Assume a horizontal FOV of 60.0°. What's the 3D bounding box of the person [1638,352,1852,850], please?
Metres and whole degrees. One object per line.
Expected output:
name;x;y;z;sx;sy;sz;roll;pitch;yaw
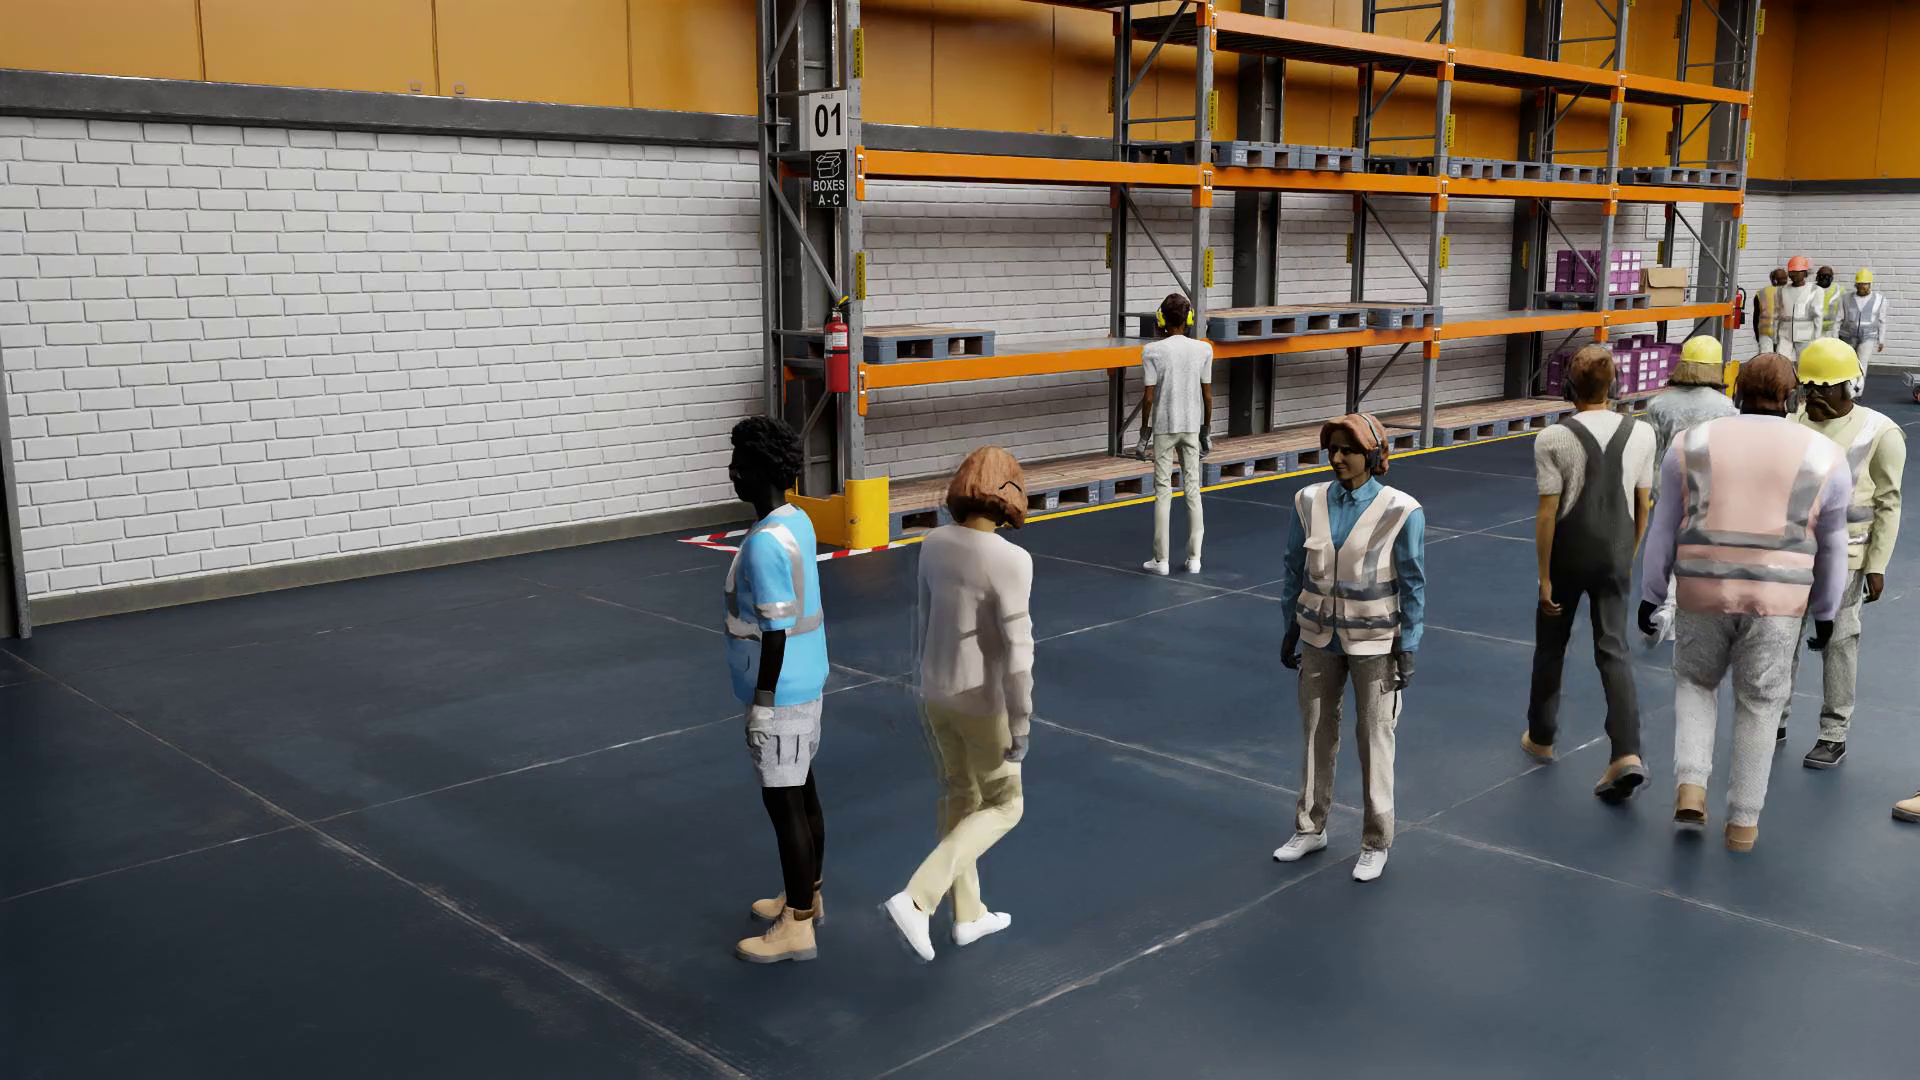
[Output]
person;2.871;0.227;6.122;0.692;1.821;0.444;5;12;27

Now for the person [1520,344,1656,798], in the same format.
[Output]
person;2.576;0.116;6.766;0.508;1.815;0.885;0;10;2

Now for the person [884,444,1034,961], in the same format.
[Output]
person;-0.010;0.515;5.087;0.517;1.610;0.545;-9;14;-40

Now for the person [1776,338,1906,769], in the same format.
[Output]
person;3.625;0.054;7.049;0.403;1.818;0.601;-7;13;-34

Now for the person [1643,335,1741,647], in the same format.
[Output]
person;3.913;-0.247;9.003;0.498;1.713;0.721;10;14;43

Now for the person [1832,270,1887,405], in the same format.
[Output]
person;12.064;-2.732;22.338;0.617;1.786;0.926;7;12;33

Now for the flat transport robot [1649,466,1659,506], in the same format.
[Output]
flat transport robot;5.775;-0.488;14.236;0.652;0.197;1.431;7;12;33

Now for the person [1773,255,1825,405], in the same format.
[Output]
person;10.482;-2.555;20.815;0.629;1.998;1.041;9;14;42

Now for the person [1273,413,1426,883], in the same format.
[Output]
person;1.361;0.369;5.826;0.523;1.639;0.309;9;13;39

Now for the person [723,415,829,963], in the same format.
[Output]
person;-0.571;0.460;5.175;0.317;1.695;0.540;1;10;4

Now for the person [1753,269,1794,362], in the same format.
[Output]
person;11.150;-2.794;22.703;0.630;1.778;0.962;6;12;31

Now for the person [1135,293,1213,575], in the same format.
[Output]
person;1.420;-0.697;11.031;0.521;1.865;0.327;-2;11;-10

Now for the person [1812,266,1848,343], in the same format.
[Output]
person;11.935;-2.888;23.108;0.461;1.813;0.646;-9;14;-40

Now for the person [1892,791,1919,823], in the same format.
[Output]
person;3.850;0.110;6.137;0.374;2.044;0.605;-5;12;-27
